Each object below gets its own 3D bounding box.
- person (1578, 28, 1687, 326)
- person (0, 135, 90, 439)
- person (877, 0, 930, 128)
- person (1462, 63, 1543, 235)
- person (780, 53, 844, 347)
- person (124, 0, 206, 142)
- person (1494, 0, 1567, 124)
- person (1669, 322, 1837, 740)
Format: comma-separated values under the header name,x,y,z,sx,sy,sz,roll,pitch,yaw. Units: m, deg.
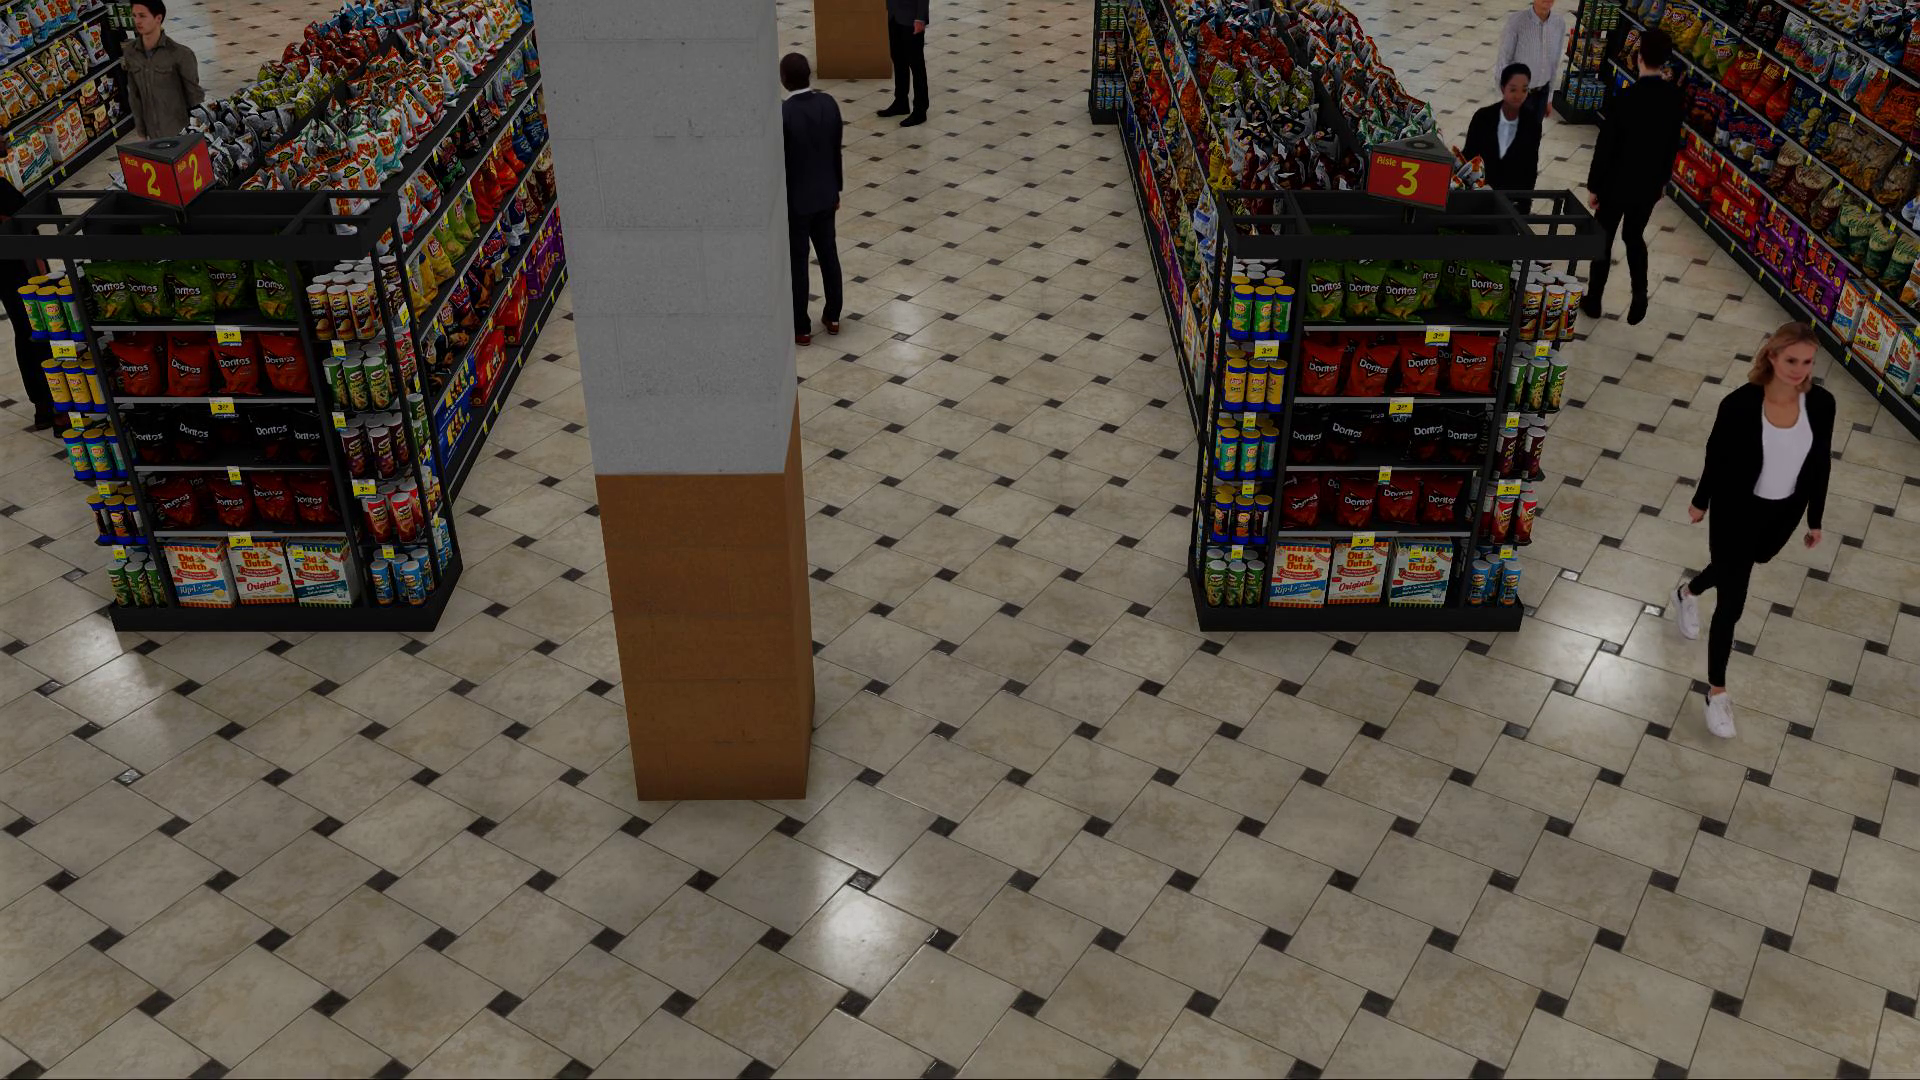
name,x,y,z,sx,sy,sz,roll,pitch,yaw
person,4.229,-2.209,10.394,0.741,1.880,0.982,-3,32,-4
person,-5.210,-1.441,9.218,0.743,1.819,0.769,22,38,31
person,-0.455,-4.471,14.066,0.863,1.842,0.762,-21,37,-30
person,3.196,-1.993,10.099,0.725,1.826,0.859,6,32,10
person,-0.946,-2.095,10.262,0.793,1.826,0.817,-21,38,-30
person,-5.310,-2.755,11.285,0.746,1.865,0.664,6,32,10
person,4.100,-3.242,12.112,0.684,1.820,0.622,-5,32,-8
person,3.382,-0.133,7.183,0.640,1.748,1.227,-1,32,-1
